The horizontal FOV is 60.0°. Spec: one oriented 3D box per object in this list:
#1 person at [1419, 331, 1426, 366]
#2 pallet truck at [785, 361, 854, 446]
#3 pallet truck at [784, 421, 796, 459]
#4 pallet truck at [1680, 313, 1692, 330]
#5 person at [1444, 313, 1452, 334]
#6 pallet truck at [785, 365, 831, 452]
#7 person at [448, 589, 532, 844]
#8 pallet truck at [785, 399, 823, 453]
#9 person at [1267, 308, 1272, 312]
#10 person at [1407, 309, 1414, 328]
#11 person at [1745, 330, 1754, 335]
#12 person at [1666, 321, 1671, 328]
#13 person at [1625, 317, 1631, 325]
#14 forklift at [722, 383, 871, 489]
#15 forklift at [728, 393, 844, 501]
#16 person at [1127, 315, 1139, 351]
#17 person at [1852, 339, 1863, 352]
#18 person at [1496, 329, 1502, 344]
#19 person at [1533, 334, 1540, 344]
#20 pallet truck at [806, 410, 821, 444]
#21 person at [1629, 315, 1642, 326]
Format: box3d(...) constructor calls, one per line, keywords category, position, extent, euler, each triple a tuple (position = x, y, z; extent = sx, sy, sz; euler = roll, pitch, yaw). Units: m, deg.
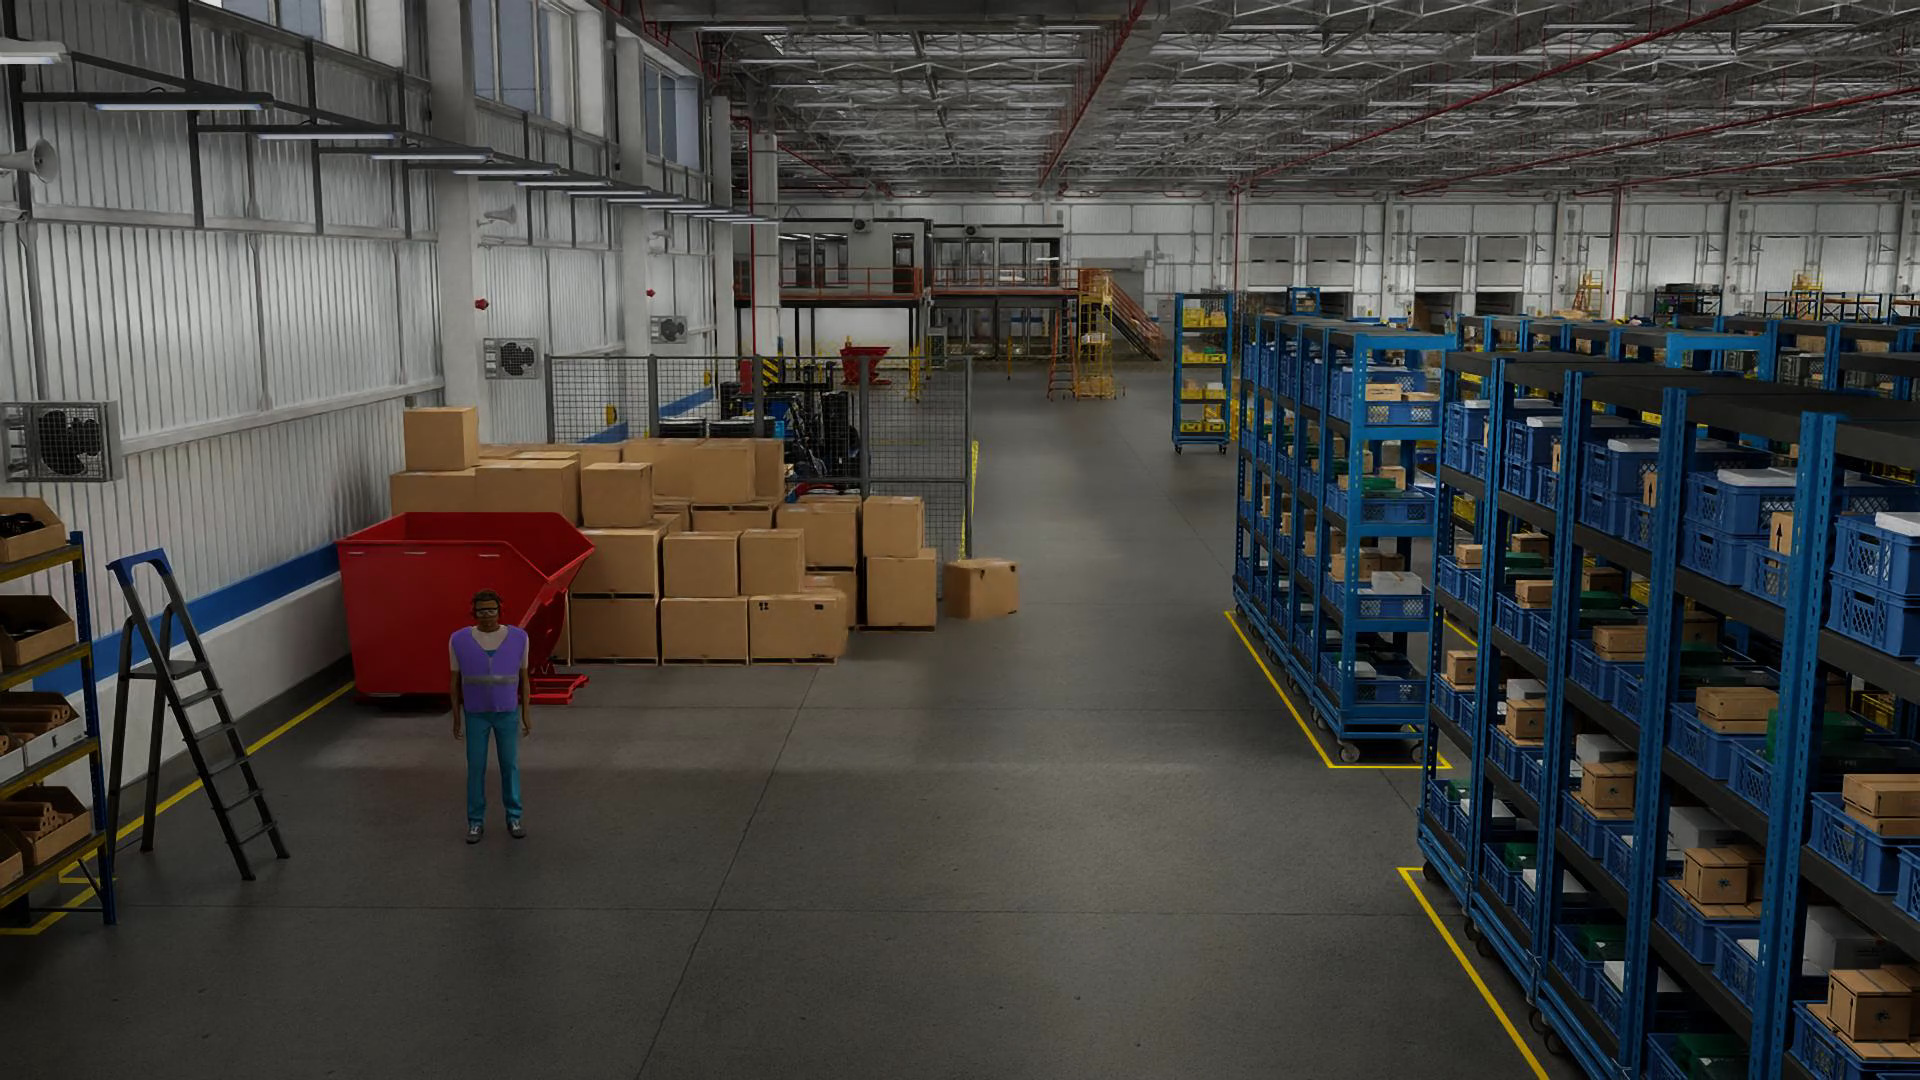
box3d(category="person", position=(15.916, -6.210, 57.500), extent=(0.458, 2.023, 0.633), euler=(4, 10, 24))
box3d(category="pallet truck", position=(-3.410, -3.193, 38.978), extent=(1.885, 1.965, 0.823), euler=(0, 9, -1))
box3d(category="pallet truck", position=(-4.013, -1.793, 32.705), extent=(1.601, 1.201, 0.680), euler=(0, 9, 1))
box3d(category="pallet truck", position=(36.315, -10.531, 84.244), extent=(0.823, 1.965, 1.885), euler=(-6, 11, -33))
box3d(category="person", position=(25.166, -10.760, 85.855), extent=(0.424, 1.938, 0.603), euler=(-2, 9, -13))
box3d(category="pallet truck", position=(-3.774, -2.976, 37.635), extent=(1.885, 1.965, 0.823), euler=(1, 9, 5))
box3d(category="person", position=(-3.384, 1.252, 12.020), extent=(0.565, 1.846, 0.390), euler=(-3, 10, -19))
box3d(category="pallet truck", position=(-3.814, -2.432, 36.419), extent=(1.630, 1.274, 0.653), euler=(0, 9, 1))
box3d(category="person", position=(17.910, -12.463, 96.396), extent=(0.599, 1.913, 0.584), euler=(-5, 10, -28))
box3d(category="person", position=(25.611, -12.194, 94.751), extent=(0.399, 1.918, 0.589), euler=(8, 12, 42))
box3d(category="person", position=(38.203, -9.762, 80.491), extent=(0.553, 1.675, 0.612), euler=(0, 9, -3))
box3d(category="person", position=(33.331, -9.414, 78.121), extent=(0.534, 1.755, 0.528), euler=(-2, 9, -13))
box3d(category="person", position=(31.213, -9.463, 77.912), extent=(0.597, 1.913, 0.397), euler=(4, 10, 25))
box3d(category="forklift", position=(-2.893, -1.687, 28.729), extent=(2.680, 1.987, 1.157), euler=(0, 9, -1))
box3d(category="forklift", position=(-2.979, -1.316, 26.476), extent=(2.680, 1.987, 1.157), euler=(0, 9, 1))
box3d(category="person", position=(8.860, -10.561, 84.905), extent=(0.621, 1.845, 0.430), euler=(6, 11, 32))
box3d(category="person", position=(31.410, -6.394, 58.586), extent=(0.742, 2.000, 0.687), euler=(1, 9, 3))
box3d(category="person", position=(23.276, -8.584, 72.282), extent=(0.651, 1.975, 0.548), euler=(-4, 10, -21))
box3d(category="person", position=(22.192, -7.233, 64.447), extent=(0.506, 1.834, 0.692), euler=(-4, 10, -23))
box3d(category="pallet truck", position=(-3.559, -2.018, 33.905), extent=(1.522, 1.261, 0.704), euler=(0, 9, -1))
box3d(category="person", position=(34.505, -10.582, 85.042), extent=(0.633, 1.839, 0.429), euler=(4, 10, 23))
